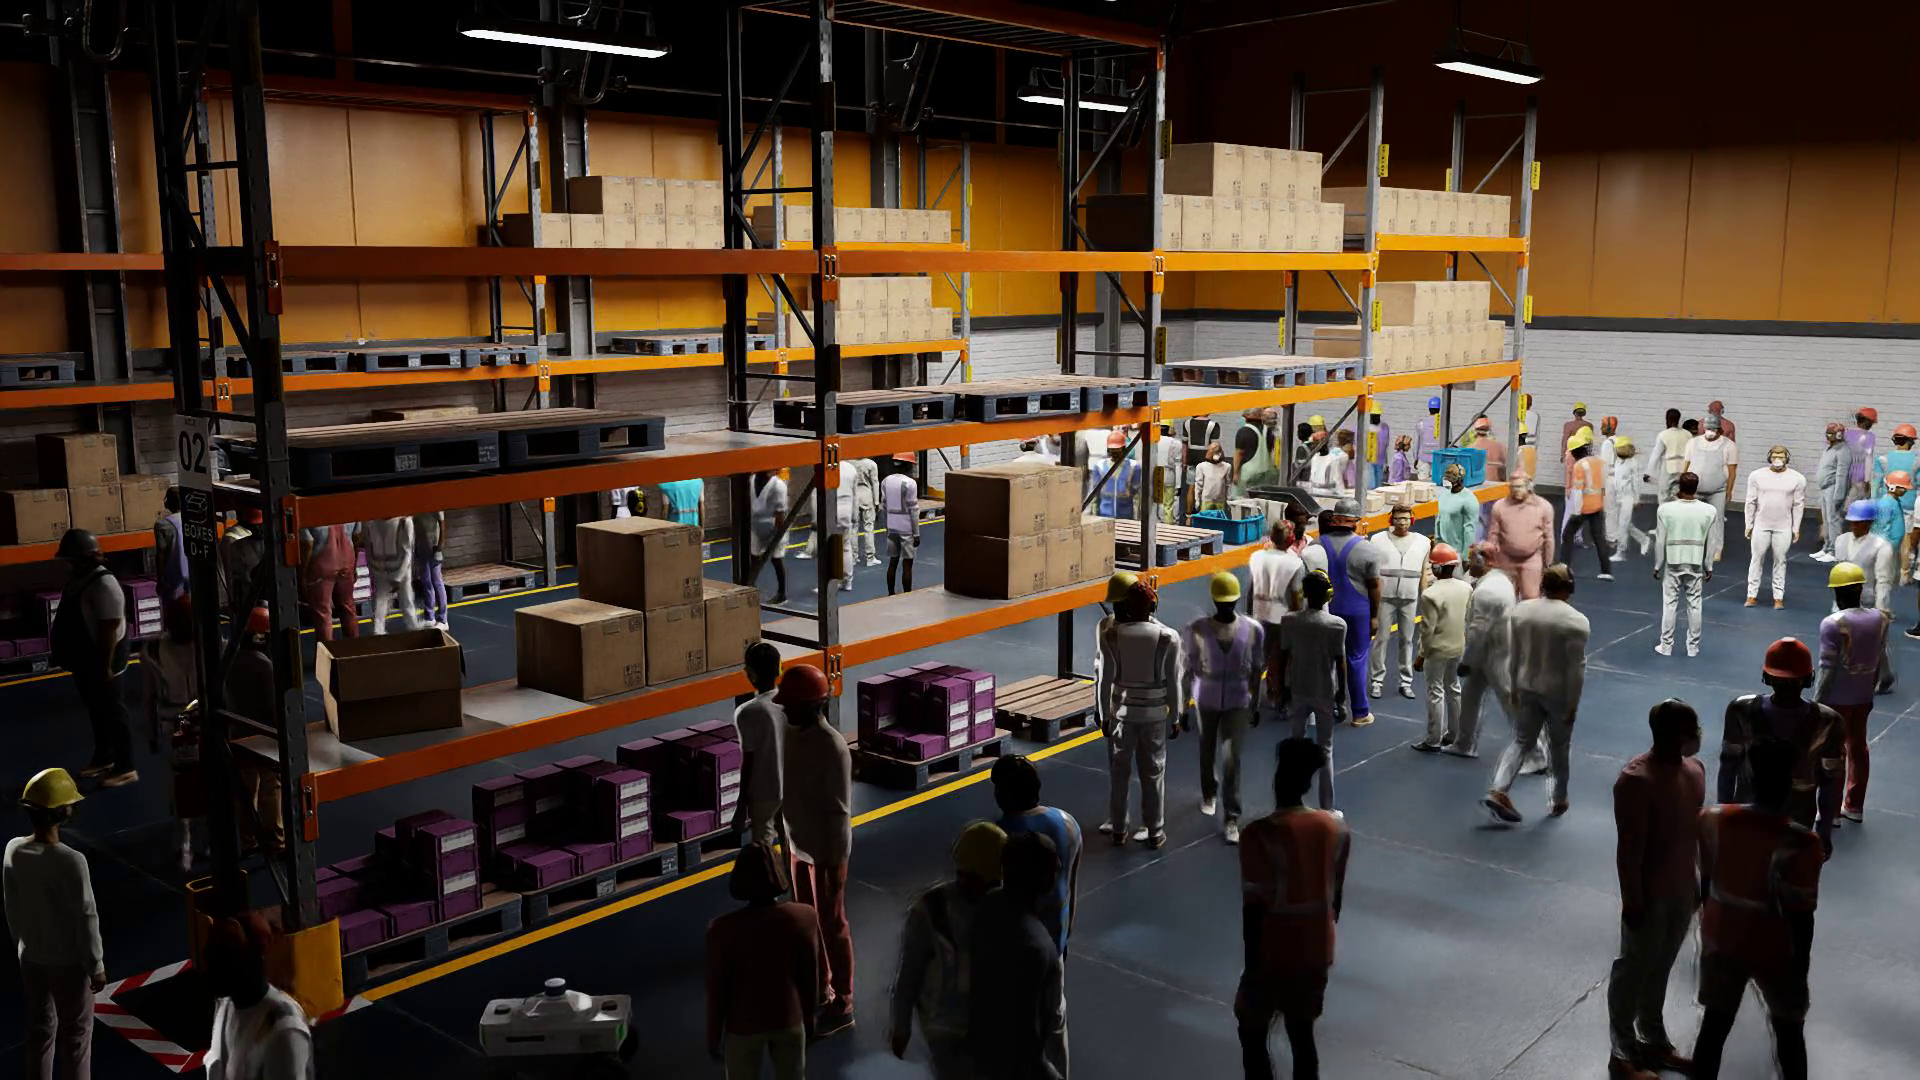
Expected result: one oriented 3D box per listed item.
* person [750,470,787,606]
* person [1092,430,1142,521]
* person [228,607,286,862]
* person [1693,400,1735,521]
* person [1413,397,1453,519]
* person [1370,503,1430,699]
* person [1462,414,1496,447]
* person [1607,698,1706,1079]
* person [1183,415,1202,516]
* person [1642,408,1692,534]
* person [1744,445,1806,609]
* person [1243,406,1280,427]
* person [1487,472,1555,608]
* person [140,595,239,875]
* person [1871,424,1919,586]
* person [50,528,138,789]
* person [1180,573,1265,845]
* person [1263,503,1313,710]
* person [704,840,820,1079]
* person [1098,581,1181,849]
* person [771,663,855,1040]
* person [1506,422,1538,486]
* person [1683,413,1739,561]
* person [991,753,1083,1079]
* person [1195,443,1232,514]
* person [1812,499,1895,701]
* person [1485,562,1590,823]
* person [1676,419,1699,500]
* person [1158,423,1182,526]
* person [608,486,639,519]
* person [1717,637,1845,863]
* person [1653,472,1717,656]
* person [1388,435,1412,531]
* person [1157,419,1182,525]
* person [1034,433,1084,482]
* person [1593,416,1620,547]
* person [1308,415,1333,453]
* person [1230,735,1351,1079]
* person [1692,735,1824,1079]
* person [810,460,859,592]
[{"bbox_3d":[-2.337,-0.112,19.344,0.684,1.904,0.964,6,11,34],"label":"person"},{"bbox_3d":[1.900,-0.317,20.180,0.616,2.041,0.392,2,10,13],"label":"person"},{"bbox_3d":[-4.739,1.320,11.288,0.561,1.742,0.337,5,11,29],"label":"person"},{"bbox_3d":[11.795,-1.234,26.047,0.636,1.911,0.405,6,11,33],"label":"person"},{"bbox_3d":[7.444,-1.279,26.199,0.612,1.947,0.388,4,10,24],"label":"person"},{"bbox_3d":[4.079,0.560,15.517,0.566,1.847,0.390,0,10,3],"label":"person"},{"bbox_3d":[8.289,-1.202,26.617,0.539,1.657,0.786,4,10,24],"label":"person"},{"bbox_3d":[3.477,1.730,8.263,0.631,1.940,0.372,-7,12,-37],"label":"person"},{"bbox_3d":[3.756,-1.300,26.388,0.386,1.929,0.543,-4,10,-23],"label":"person"},{"bbox_3d":[10.523,-1.001,24.673,0.622,1.909,0.463,-4,10,-22],"label":"person"},{"bbox_3d":[9.540,-0.155,19.517,0.630,1.940,0.373,4,10,24],"label":"person"},{"bbox_3d":[4.810,-1.365,26.603,0.638,1.978,0.429,1,10,5],"label":"person"},{"bbox_3d":[5.826,0.238,17.359,0.665,1.871,0.827,5,11,25],"label":"person"},{"bbox_3d":[-5.127,1.288,11.123,0.578,1.860,0.633,-4,10,-25],"label":"person"},{"bbox_3d":[11.821,-0.447,20.972,0.627,2.037,0.407,6,11,33],"label":"person"},{"bbox_3d":[-6.758,0.898,12.924,0.690,2.000,0.538,9,13,43],"label":"person"},{"bbox_3d":[1.872,1.149,11.937,0.599,1.883,0.936,1,10,5],"label":"person"},{"bbox_3d":[2.983,0.600,15.111,0.597,1.909,0.405,-6,11,-34],"label":"person"},{"bbox_3d":[-0.841,2.081,7.110,0.513,1.625,0.283,-4,10,-22],"label":"person"},{"bbox_3d":[1.243,1.212,11.543,0.575,1.880,0.359,2,10,14],"label":"person"},{"bbox_3d":[-0.784,1.620,8.791,0.408,1.985,0.618,-6,11,-31],"label":"person"},{"bbox_3d":[7.527,-0.630,22.442,0.594,1.911,0.397,-8,12,-39],"label":"person"},{"bbox_3d":[10.183,-0.734,22.669,0.681,2.000,0.535,8,12,39],"label":"person"},{"bbox_3d":[0.270,1.884,7.675,0.624,1.835,0.431,-7,12,-37],"label":"person"},{"bbox_3d":[3.433,-0.509,22.538,0.509,1.631,0.268,-1,10,-6],"label":"person"},{"bbox_3d":[8.386,0.554,15.414,0.965,1.910,0.608,-5,11,-26],"label":"person"},{"bbox_3d":[4.192,1.117,12.040,0.856,1.911,0.632,-9,13,-42],"label":"person"},{"bbox_3d":[11.056,-1.005,25.334,0.535,1.691,0.317,-7,12,-35],"label":"person"},{"bbox_3d":[3.106,-0.990,25.081,0.492,1.742,0.317,-5,11,-29],"label":"person"},{"bbox_3d":[-4.197,-0.237,20.724,0.318,1.697,0.535,4,10,20],"label":"person"},{"bbox_3d":[4.476,1.531,9.134,0.605,2.045,0.380,5,11,26],"label":"person"},{"bbox_3d":[7.462,0.251,17.152,0.593,1.919,0.392,2,10,12],"label":"person"},{"bbox_3d":[6.222,-0.678,23.558,0.319,1.631,0.524,2,10,14],"label":"person"},{"bbox_3d":[2.877,-0.830,23.615,0.586,1.919,0.397,5,11,26],"label":"person"},{"bbox_3d":[1.324,-0.696,22.442,0.697,2.000,0.668,-1,10,-4],"label":"person"},{"bbox_3d":[9.299,-0.834,23.794,0.366,1.873,0.590,8,13,40],"label":"person"},{"bbox_3d":[5.447,-1.039,25.410,0.483,1.737,0.319,-5,11,-26],"label":"person"},{"bbox_3d":[1.502,1.852,7.568,0.641,1.923,0.473,-5,11,-26],"label":"person"},{"bbox_3d":[3.730,1.833,7.680,0.958,1.916,0.619,-6,11,-34],"label":"person"},{"bbox_3d":[-1.547,-0.289,20.460,0.667,1.897,0.397,-9,13,-42],"label":"person"}]
